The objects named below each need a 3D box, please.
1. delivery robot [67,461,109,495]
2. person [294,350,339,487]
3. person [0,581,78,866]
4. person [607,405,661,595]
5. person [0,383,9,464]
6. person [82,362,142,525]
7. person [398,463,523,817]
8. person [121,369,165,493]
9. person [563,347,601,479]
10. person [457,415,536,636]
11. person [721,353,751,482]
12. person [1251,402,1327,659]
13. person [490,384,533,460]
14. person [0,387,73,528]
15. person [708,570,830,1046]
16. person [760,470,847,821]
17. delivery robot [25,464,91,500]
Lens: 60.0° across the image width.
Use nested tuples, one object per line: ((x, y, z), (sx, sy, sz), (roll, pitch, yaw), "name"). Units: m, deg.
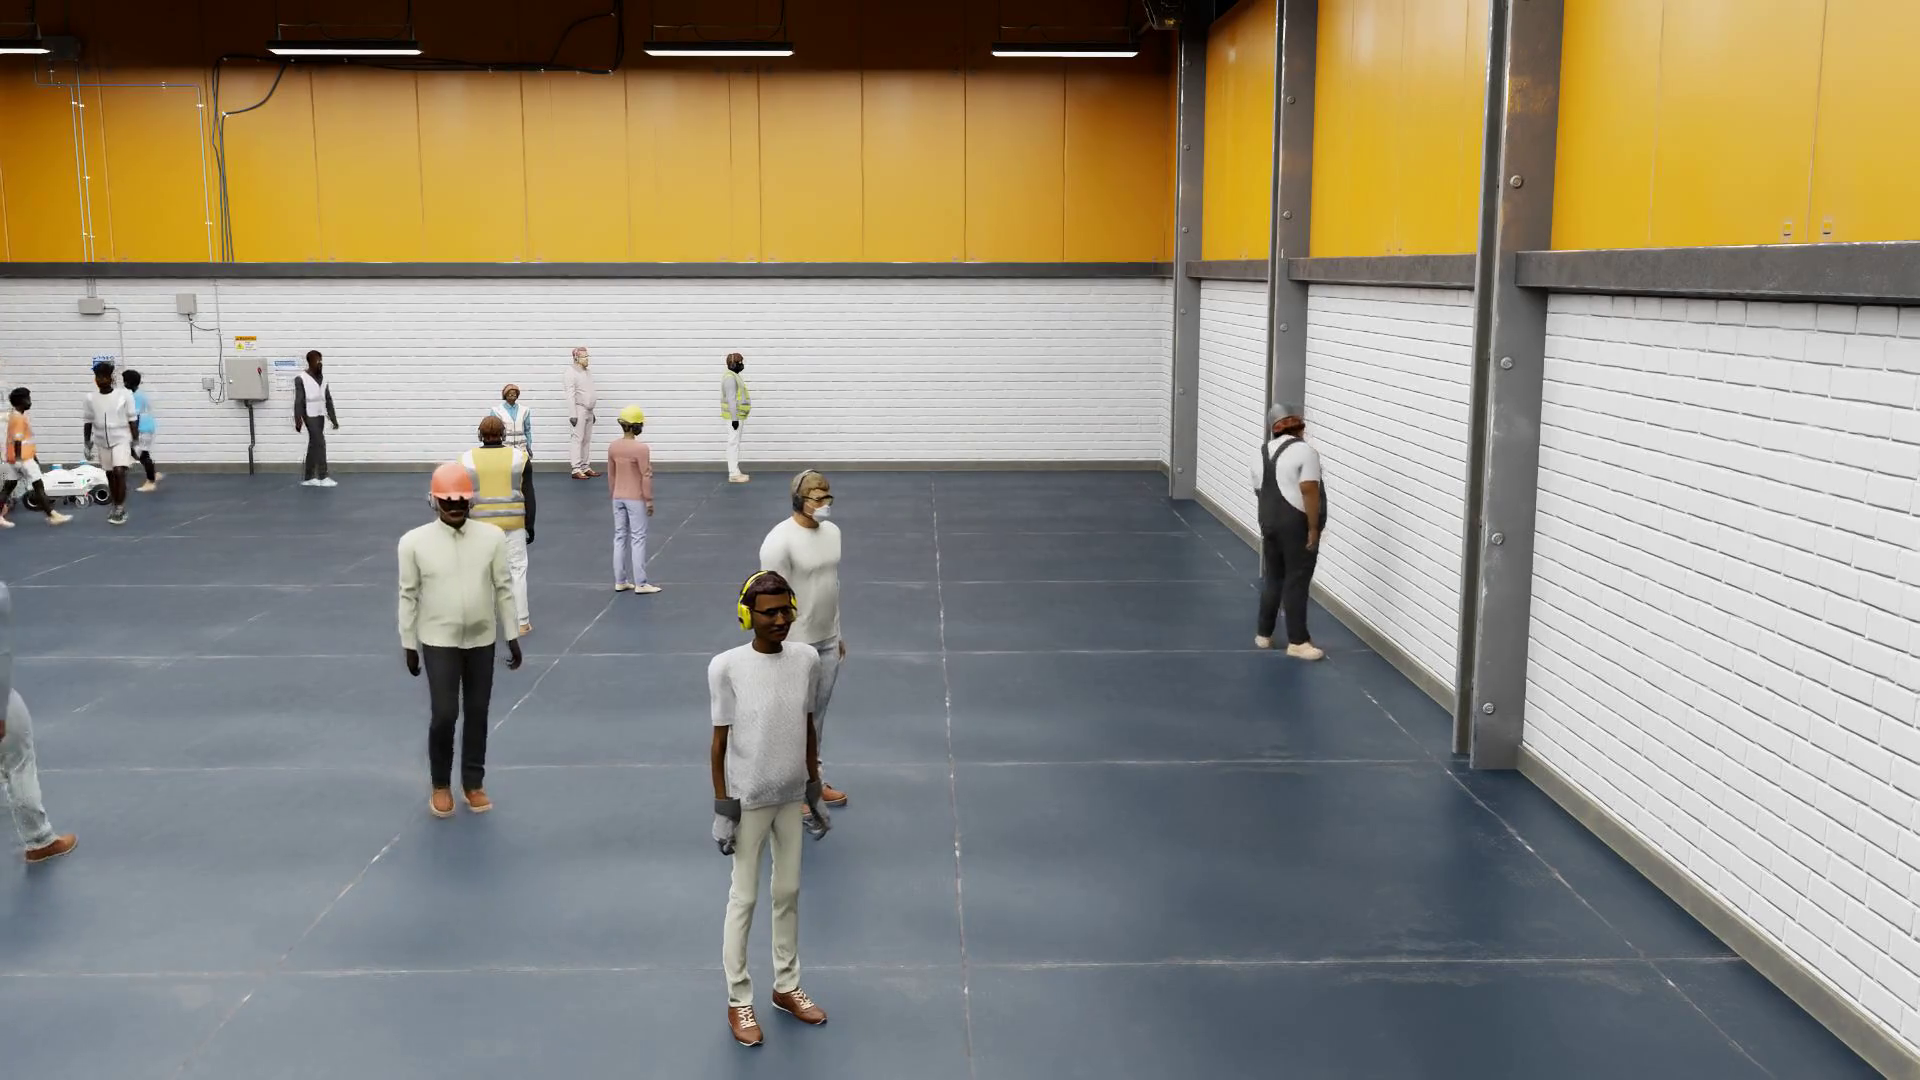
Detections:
((-11.291, -0.783, 21.485), (0.707, 0.478, 0.477), (-2, 9, -14), "delivery robot")
((-8.897, -1.684, 23.174), (0.786, 1.890, 0.609), (3, 10, 17), "person")
((-4.878, 0.775, 8.120), (0.626, 1.904, 0.992), (3, 10, 15), "person")
((-3.067, -0.376, 15.568), (0.526, 1.768, 0.331), (6, 11, 34), "person")
((-12.729, -1.450, 21.864), (0.428, 1.859, 0.606), (-6, 11, -32), "person")
((-10.120, -1.143, 19.786), (0.626, 1.923, 0.882), (0, 9, -3), "person")
((-2.747, 0.557, 9.207), (0.621, 1.979, 0.486), (-6, 11, -34), "person")
((-11.130, -1.481, 22.590), (0.366, 1.673, 0.548), (-5, 10, -26), "person")
((-5.469, -1.840, 24.116), (0.409, 1.908, 0.647), (2, 10, 14), "person")
((-3.812, -0.110, 13.710), (0.627, 1.844, 0.429), (-3, 10, -15), "person")
((-3.197, -1.750, 23.765), (0.429, 1.844, 0.626), (-1, 9, -5), "person")
((2.666, -0.118, 13.145), (0.534, 2.000, 0.820), (-5, 10, -27), "person")
((-5.488, -1.094, 20.364), (0.514, 1.639, 0.310), (-6, 11, -34), "person")
((-11.002, -0.964, 19.528), (0.863, 1.652, 0.540), (-7, 12, -36), "person")
((-0.748, 1.038, 6.585), (0.508, 1.872, 0.329), (-7, 12, -37), "person")
((-0.854, 0.568, 9.255), (0.354, 1.936, 0.635), (5, 11, 30), "person")
((-11.415, -0.714, 21.062), (0.707, 0.478, 0.477), (-2, 9, -15), "delivery robot")
